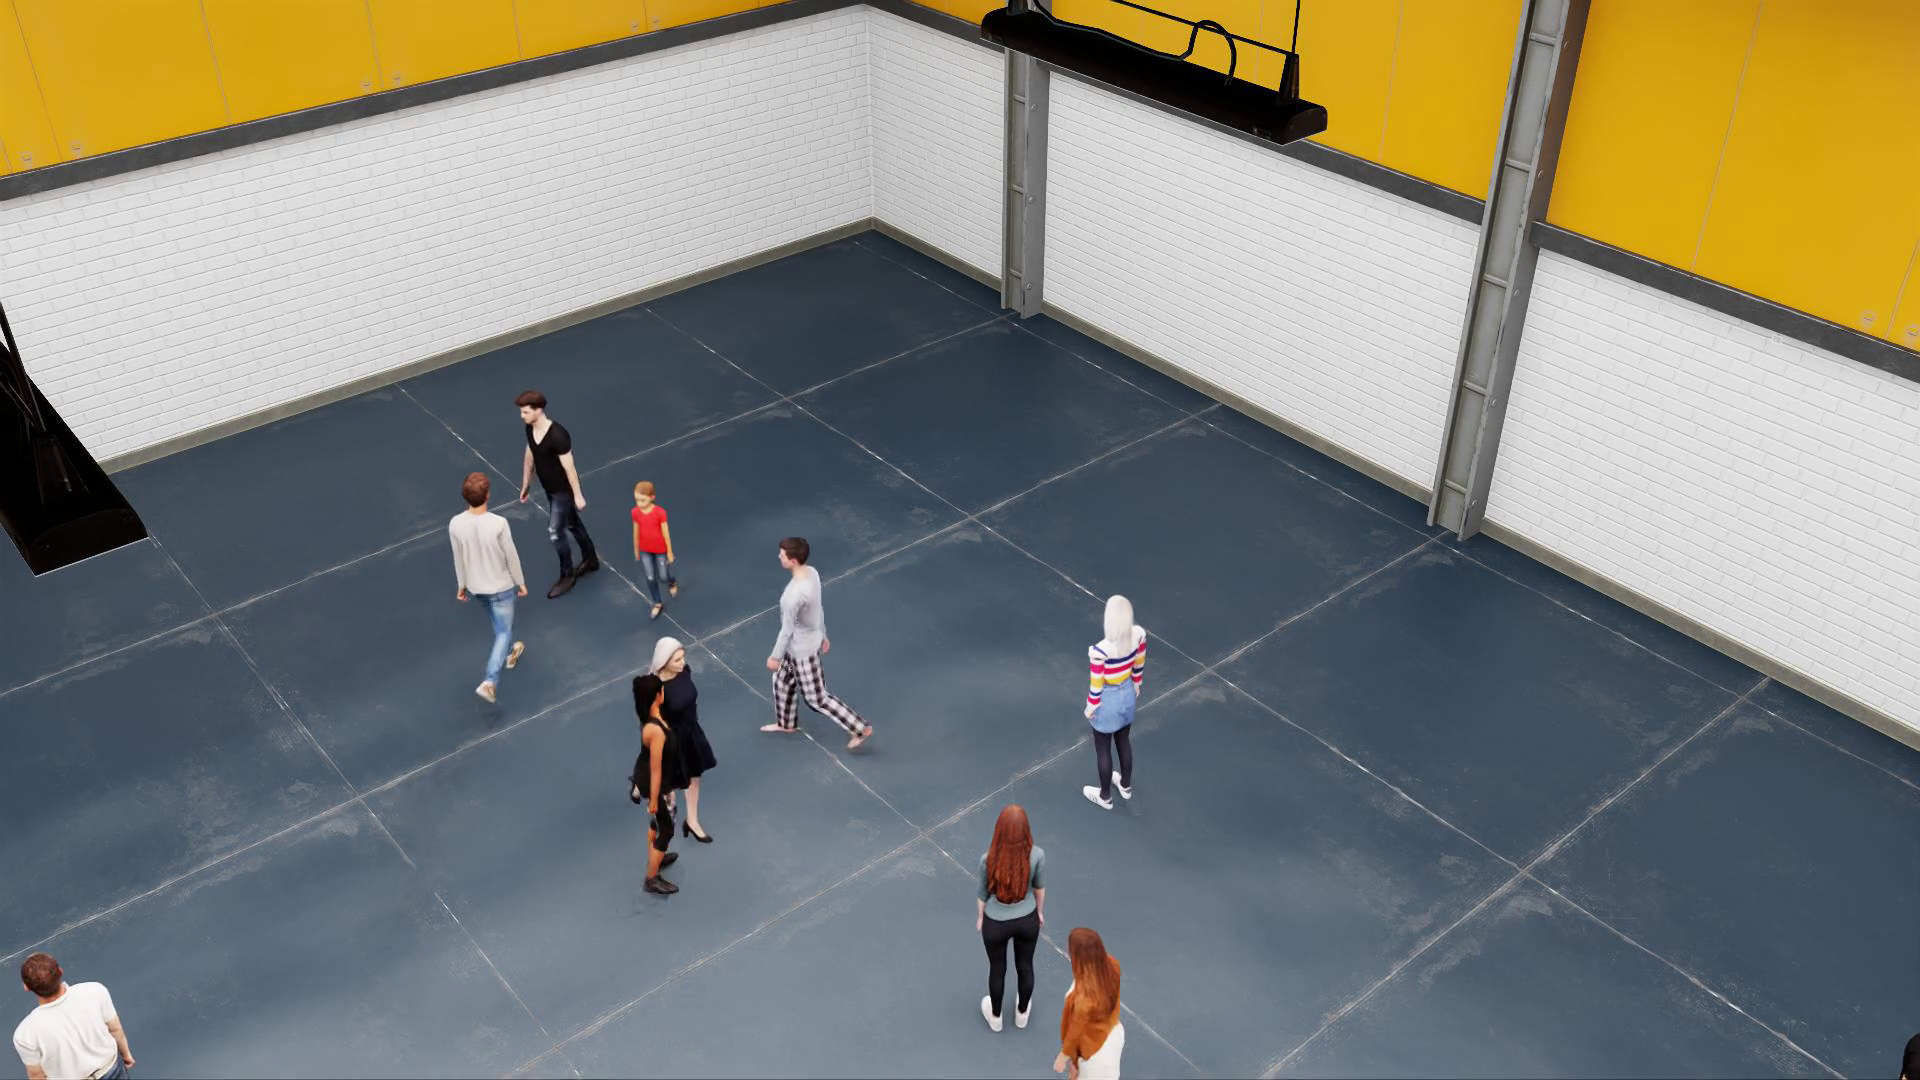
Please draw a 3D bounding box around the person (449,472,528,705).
[{"bbox_3d":[-3.669,0.409,12.900,1.203,1.867,1.243,5,34,8],"label":"person"}]

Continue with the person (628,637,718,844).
[{"bbox_3d":[-2.034,1.375,11.570,1.001,1.730,0.810,16,37,23],"label":"person"}]

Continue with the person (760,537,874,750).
[{"bbox_3d":[-1.066,0.814,12.341,1.170,1.810,1.097,3,34,5],"label":"person"}]

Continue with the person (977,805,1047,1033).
[{"bbox_3d":[0.310,2.319,10.139,0.650,1.741,0.674,-5,34,-7],"label":"person"}]

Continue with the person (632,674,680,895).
[{"bbox_3d":[-2.090,1.655,11.231,0.856,1.639,0.692,-3,34,-5],"label":"person"}]

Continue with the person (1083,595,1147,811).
[{"bbox_3d":[1.099,1.147,11.841,0.668,1.808,0.522,-21,39,-29],"label":"person"}]

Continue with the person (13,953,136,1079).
[{"bbox_3d":[-4.745,2.963,9.072,0.629,1.849,0.701,24,40,31],"label":"person"}]

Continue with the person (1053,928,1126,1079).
[{"bbox_3d":[0.836,2.883,9.348,1.125,1.679,0.911,16,37,22],"label":"person"}]

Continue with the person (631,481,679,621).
[{"bbox_3d":[-2.542,0.044,13.962,0.677,1.298,0.726,6,34,9],"label":"person"}]

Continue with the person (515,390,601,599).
[{"bbox_3d":[-3.344,-0.480,14.238,0.746,1.865,0.755,-28,43,-35],"label":"person"}]
